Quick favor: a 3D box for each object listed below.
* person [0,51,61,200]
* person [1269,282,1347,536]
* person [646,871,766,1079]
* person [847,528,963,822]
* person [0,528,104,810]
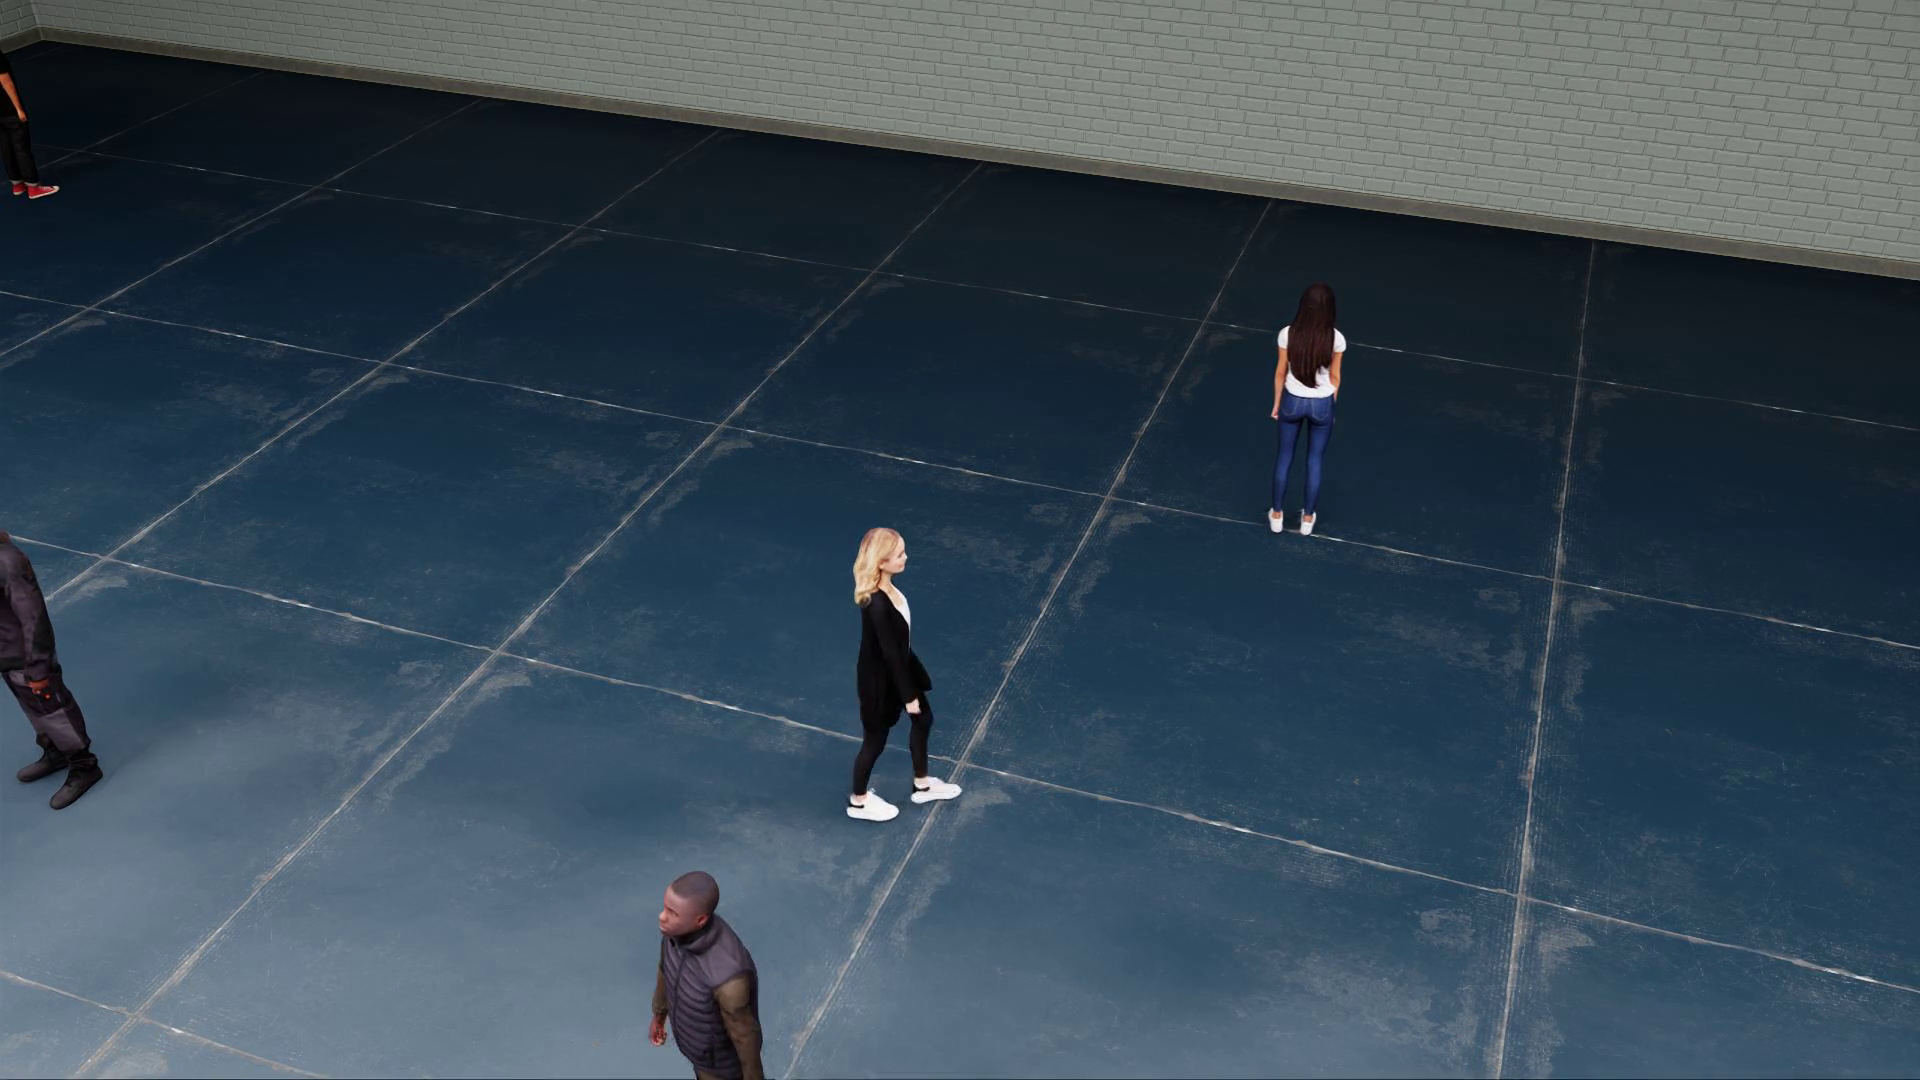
[{"bbox_3d":[-9.145,-4.153,15.906,0.662,1.758,0.624,17,37,24],"label":"person"},{"bbox_3d":[2.250,-0.839,10.797,0.574,1.773,0.512,11,35,16],"label":"person"},{"bbox_3d":[-0.859,1.957,6.474,1.183,1.799,1.091,-17,37,-25],"label":"person"},{"bbox_3d":[-0.464,0.724,8.385,0.808,1.783,0.848,3,33,4],"label":"person"},{"bbox_3d":[-4.864,0.537,8.639,0.768,1.819,0.720,23,40,31],"label":"person"}]
